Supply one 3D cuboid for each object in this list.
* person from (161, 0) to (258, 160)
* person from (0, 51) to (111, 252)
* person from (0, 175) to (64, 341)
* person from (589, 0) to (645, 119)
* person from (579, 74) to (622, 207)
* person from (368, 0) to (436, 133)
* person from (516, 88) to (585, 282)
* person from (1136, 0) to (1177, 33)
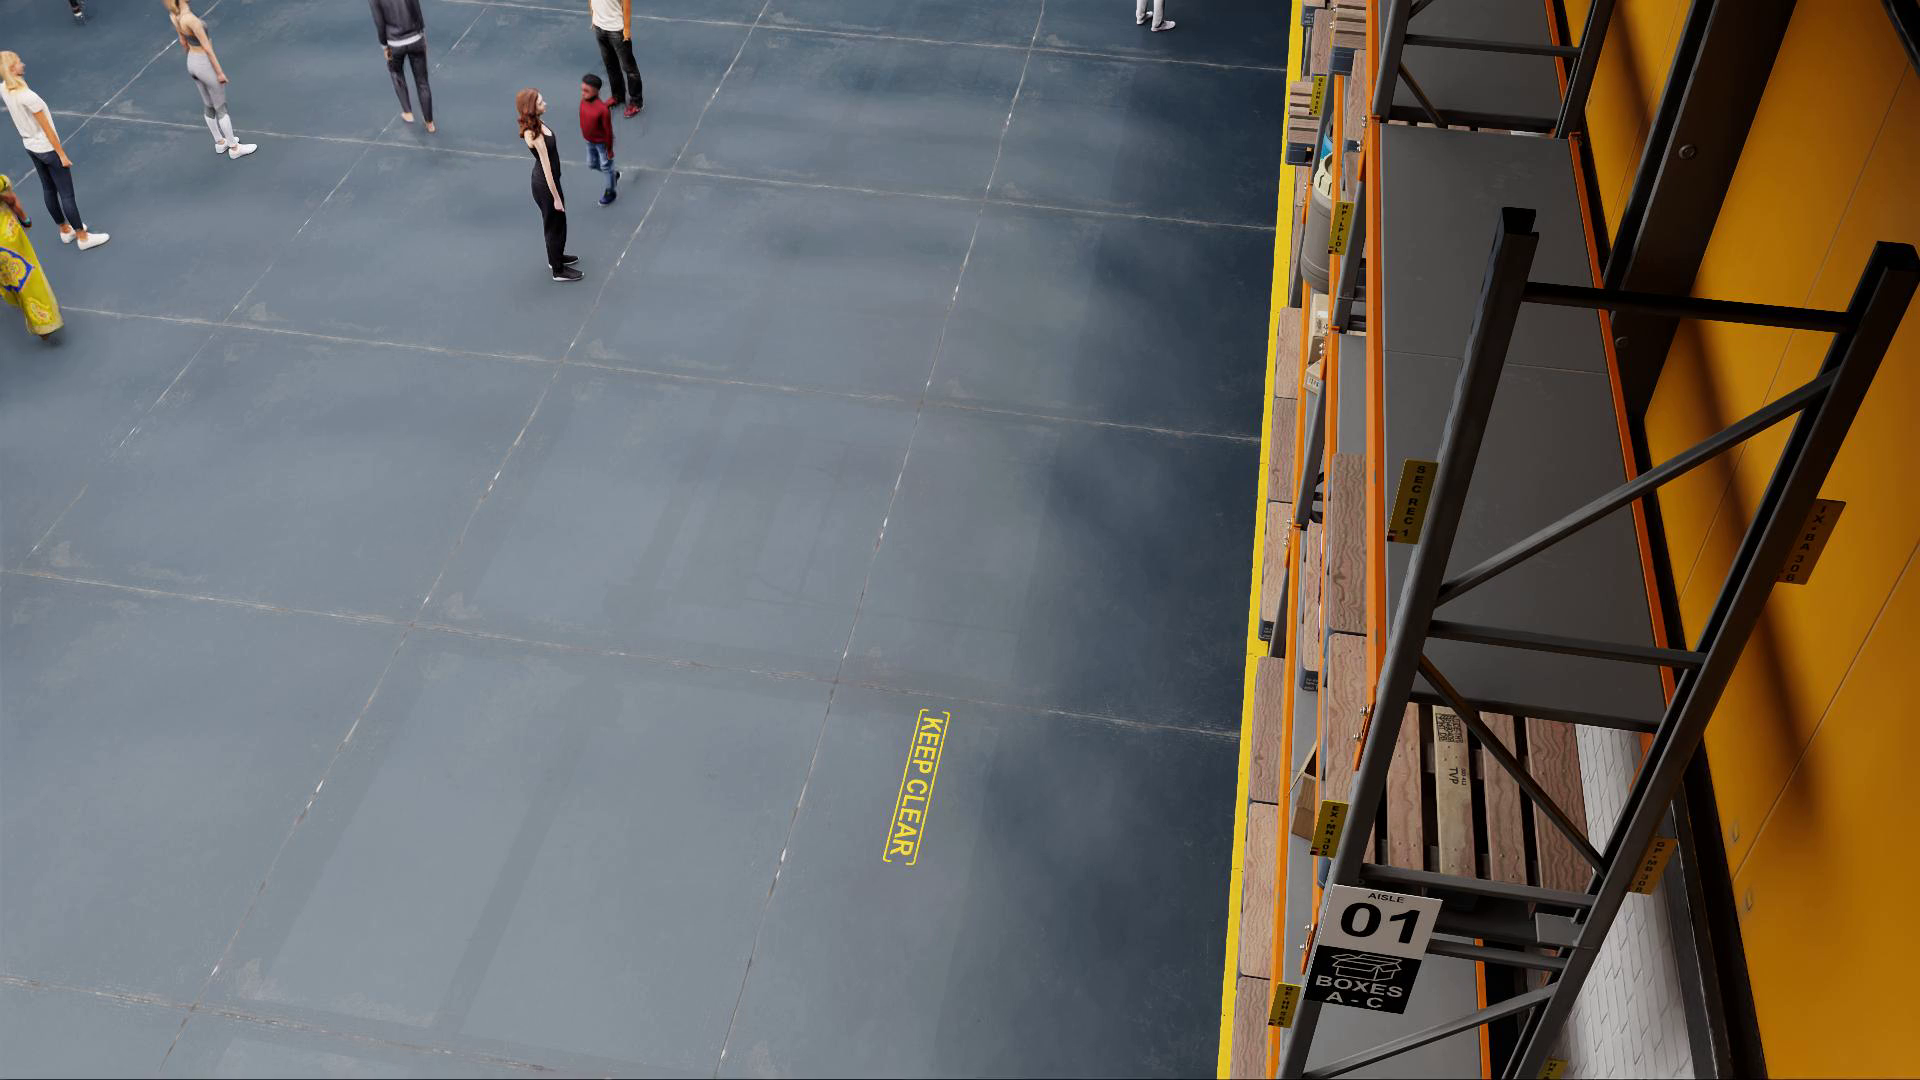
[{"bbox_3d":[-7.003,-4.356,15.404,0.650,1.701,0.681,26,49,25],"label":"person"},{"bbox_3d":[-7.856,-3.336,14.255,0.665,1.808,0.627,23,48,22],"label":"person"},{"bbox_3d":[-7.706,-2.349,13.379,1.182,1.599,1.368,-16,46,-16],"label":"person"},{"bbox_3d":[-3.328,-4.963,15.974,0.707,1.805,0.671,23,48,23],"label":"person"},{"bbox_3d":[-3.204,-3.643,14.987,0.622,1.244,0.684,29,51,27],"label":"person"},{"bbox_3d":[-5.213,-4.661,15.687,0.783,1.753,0.843,-19,47,-19],"label":"person"},{"bbox_3d":[-3.468,-2.984,13.930,0.725,1.748,0.608,-12,45,-12],"label":"person"},{"bbox_3d":[2.031,-6.225,17.231,0.783,1.888,0.742,-30,51,-28],"label":"person"}]
